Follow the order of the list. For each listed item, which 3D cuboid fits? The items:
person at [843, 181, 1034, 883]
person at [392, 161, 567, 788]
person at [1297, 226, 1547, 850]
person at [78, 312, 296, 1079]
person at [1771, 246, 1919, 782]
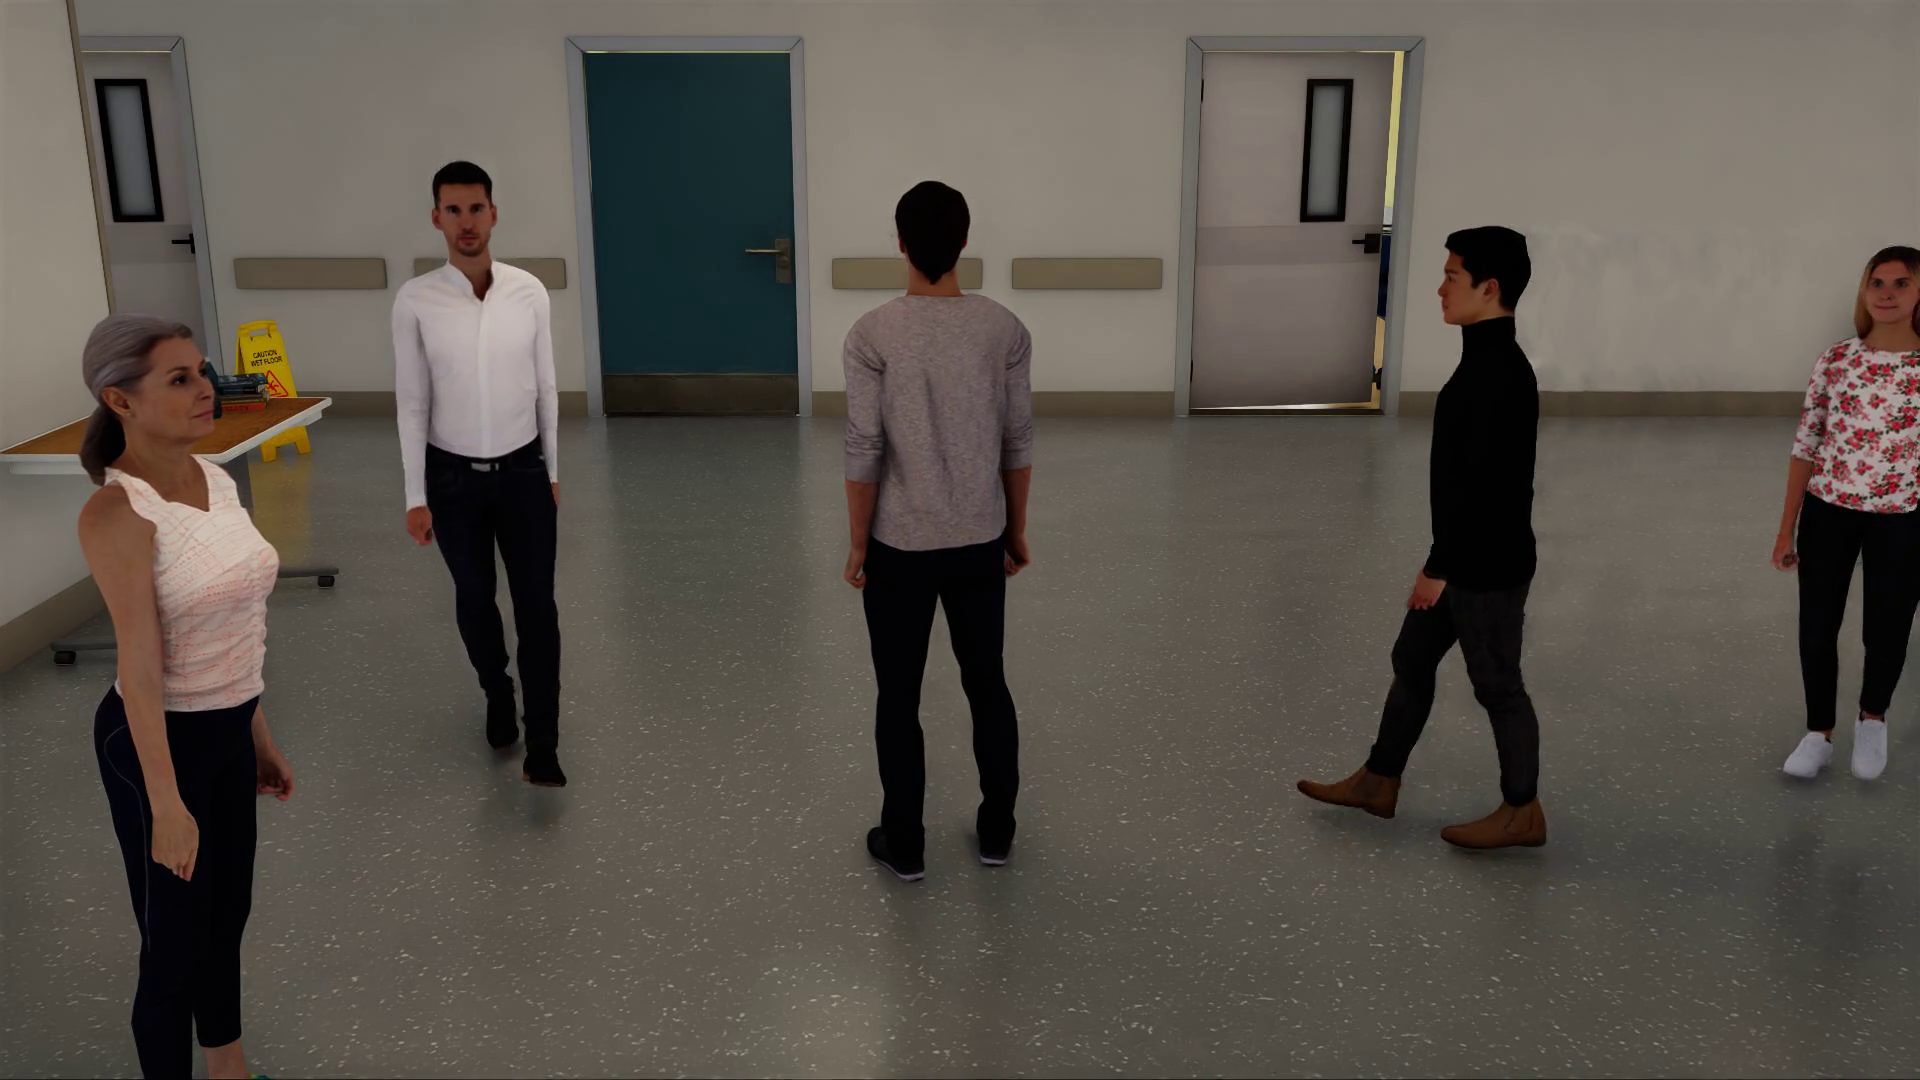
[{"bbox_3d":[-0.060,-0.006,4.376,0.578,1.843,0.780,-5,16,-17],"label":"person"},{"bbox_3d":[-1.464,-0.205,5.108,1.166,1.828,0.959,-6,17,-19],"label":"person"},{"bbox_3d":[1.467,0.040,4.473,0.951,1.701,0.736,2,16,7],"label":"person"},{"bbox_3d":[-1.459,0.417,3.134,0.517,1.702,0.589,0,16,1],"label":"person"},{"bbox_3d":[2.736,-0.063,4.991,0.688,1.619,0.754,14,21,40],"label":"person"}]
